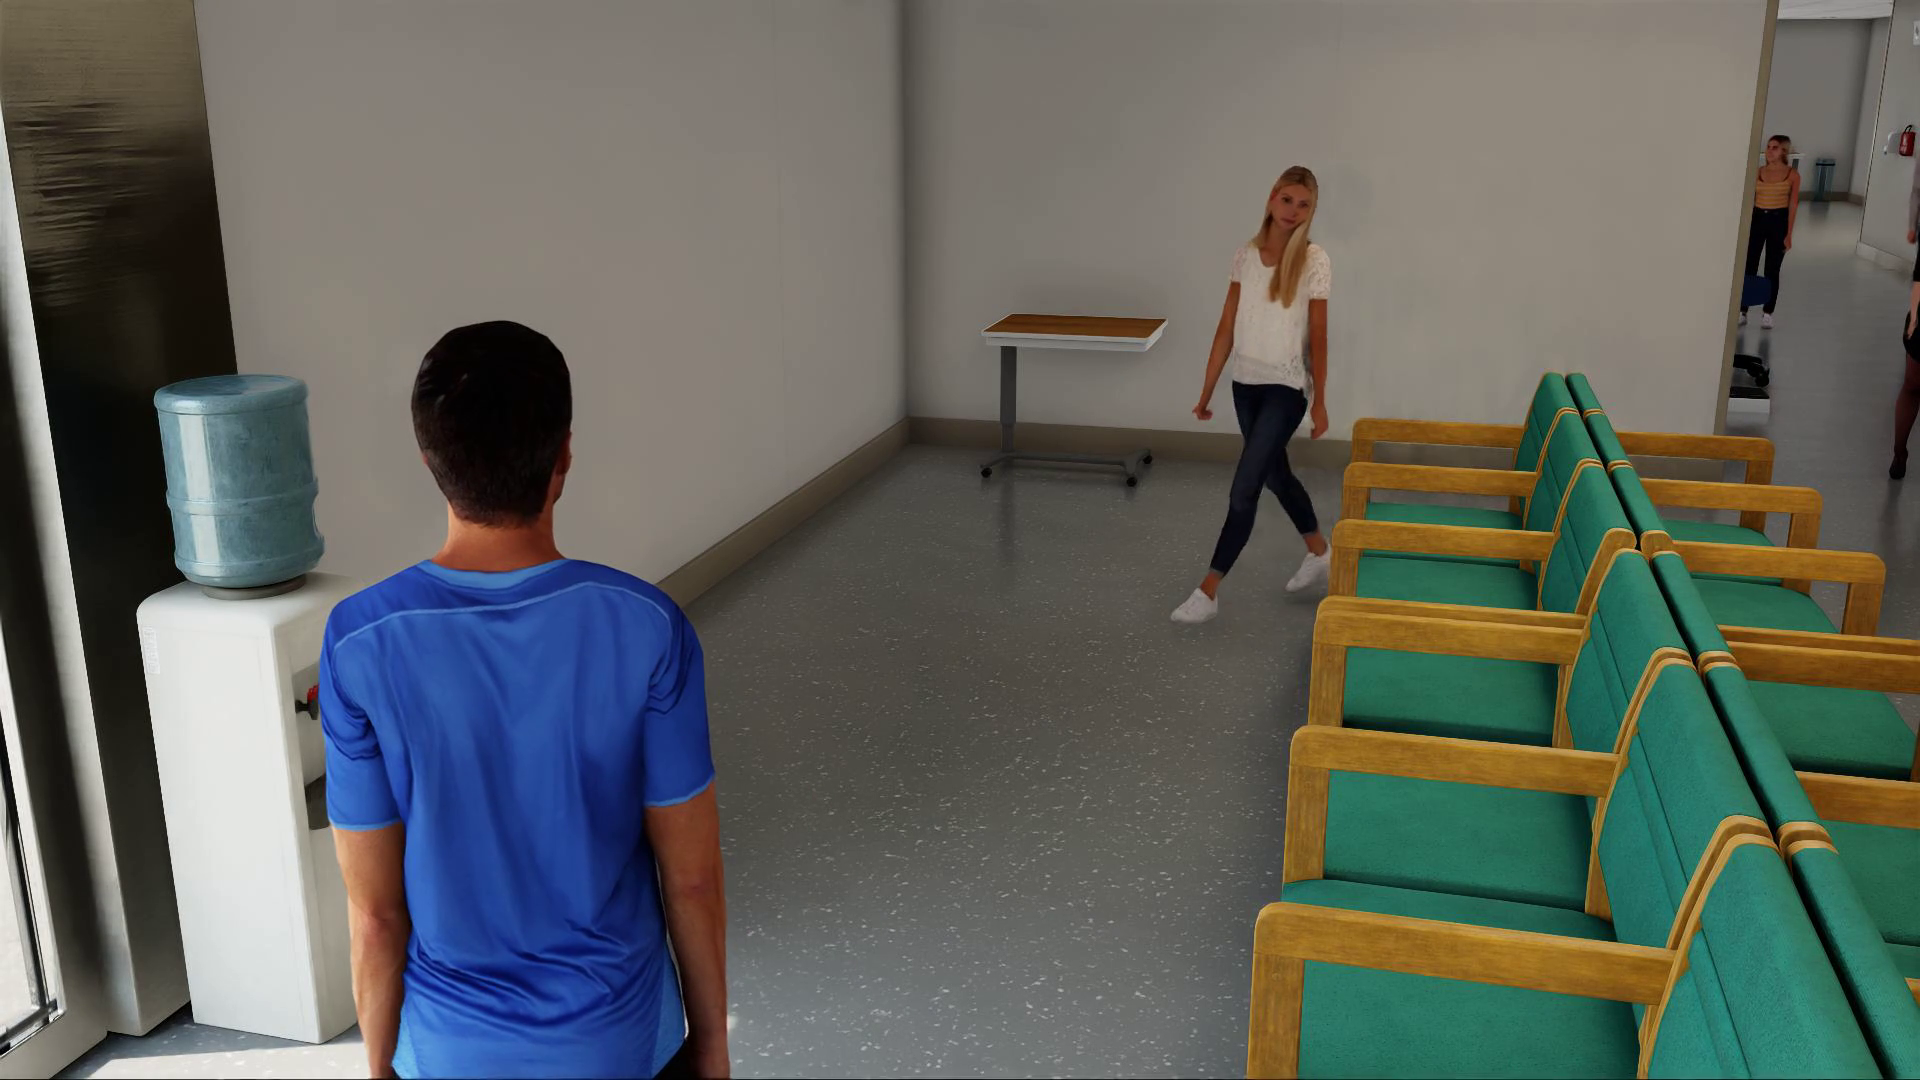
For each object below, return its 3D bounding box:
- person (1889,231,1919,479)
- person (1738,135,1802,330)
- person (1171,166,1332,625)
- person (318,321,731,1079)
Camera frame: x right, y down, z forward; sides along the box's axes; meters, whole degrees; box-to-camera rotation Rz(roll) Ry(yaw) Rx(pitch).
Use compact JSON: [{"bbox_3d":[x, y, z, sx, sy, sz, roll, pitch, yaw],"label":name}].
[{"bbox_3d":[5.276,-1.166,8.881,0.476,1.706,0.670,6,17,21],"label":"person"},{"bbox_3d":[6.918,-2.639,14.251,0.553,1.628,0.691,10,19,32],"label":"person"},{"bbox_3d":[1.298,-0.547,6.589,1.194,1.757,1.231,-12,20,-36],"label":"person"},{"bbox_3d":[-0.532,0.662,2.103,0.635,1.866,0.755,-3,16,-11],"label":"person"}]
